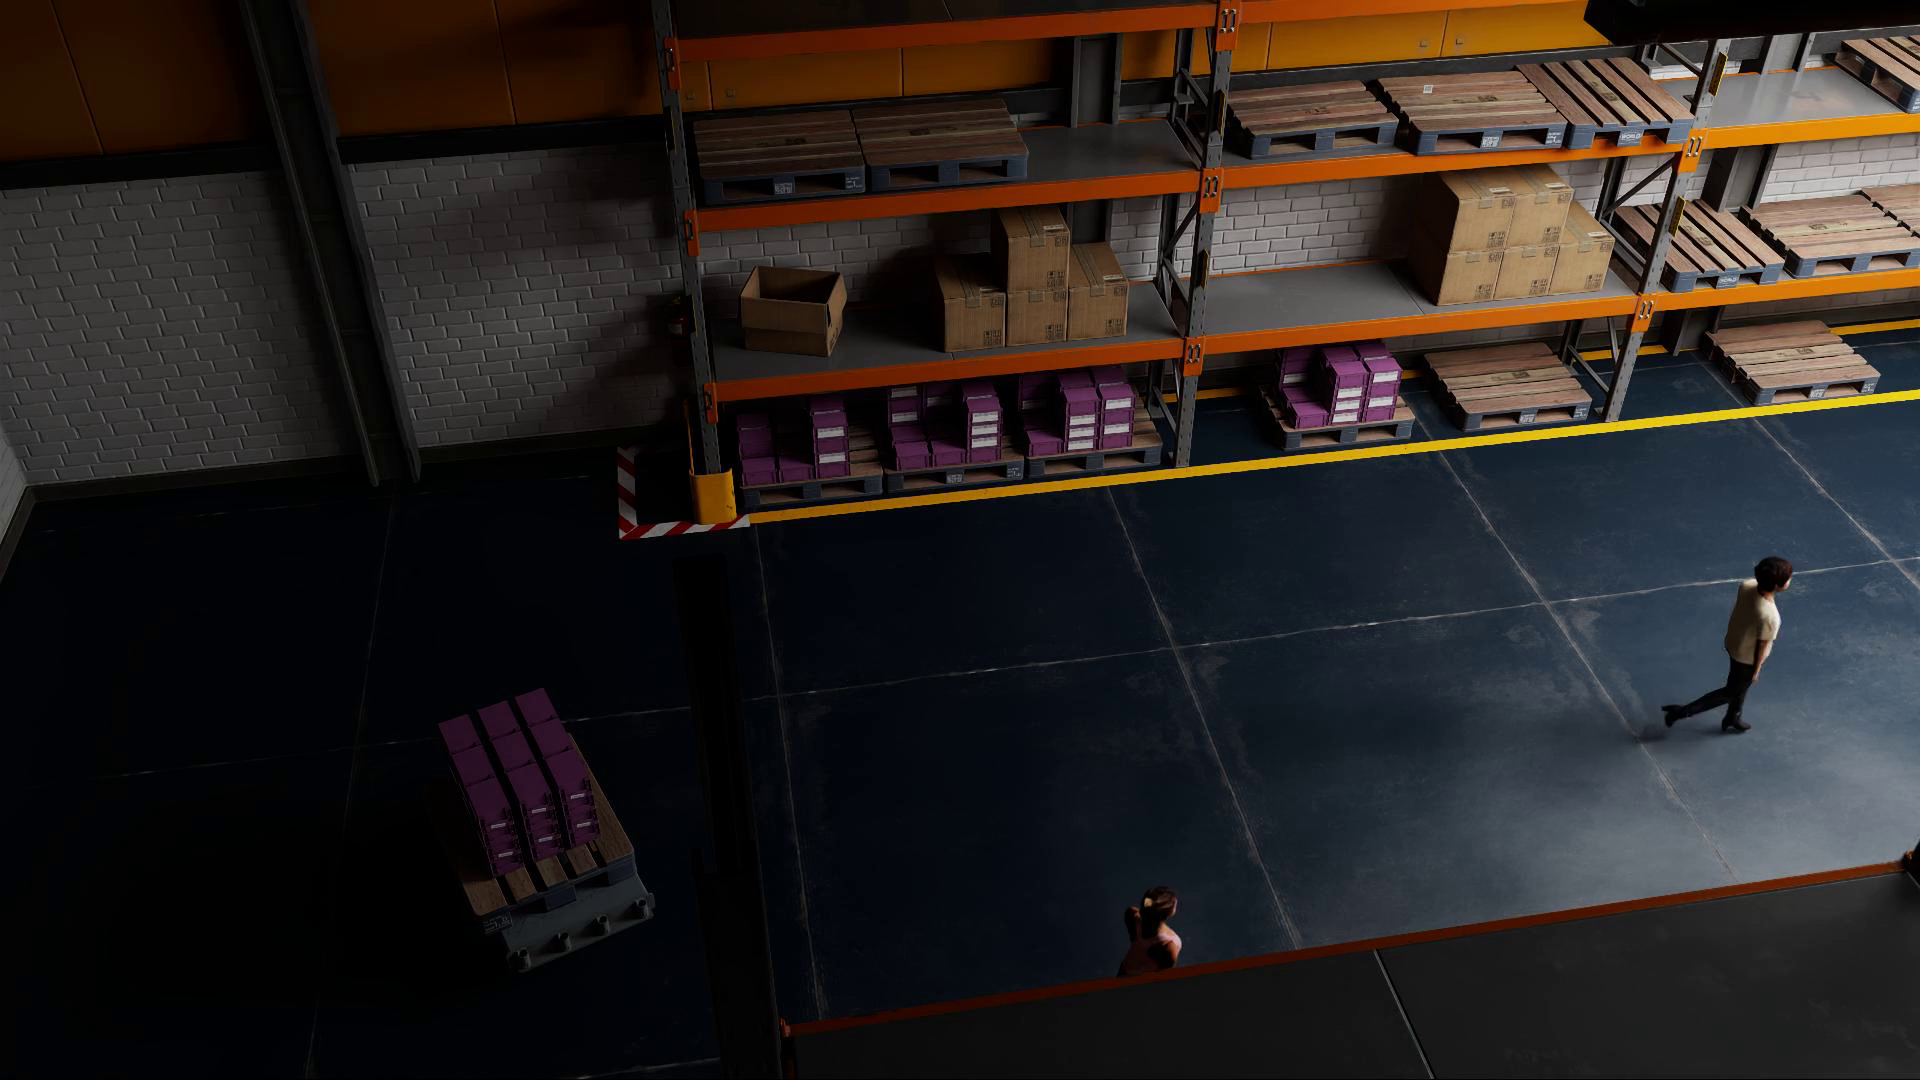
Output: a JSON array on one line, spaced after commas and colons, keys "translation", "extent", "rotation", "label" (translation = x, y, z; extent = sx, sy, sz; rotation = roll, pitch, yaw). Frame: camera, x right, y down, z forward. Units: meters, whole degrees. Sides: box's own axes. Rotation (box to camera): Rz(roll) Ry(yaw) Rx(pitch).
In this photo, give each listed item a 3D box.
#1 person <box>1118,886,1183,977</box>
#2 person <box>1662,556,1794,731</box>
[{"translation": [0.963, 2.492, 9.213], "extent": [1.124, 1.618, 0.927], "rotation": [-29, 47, -32], "label": "person"}, {"translation": [5.315, 0.772, 11.409], "extent": [0.984, 1.566, 0.691], "rotation": [-1, 39, -1], "label": "person"}]
